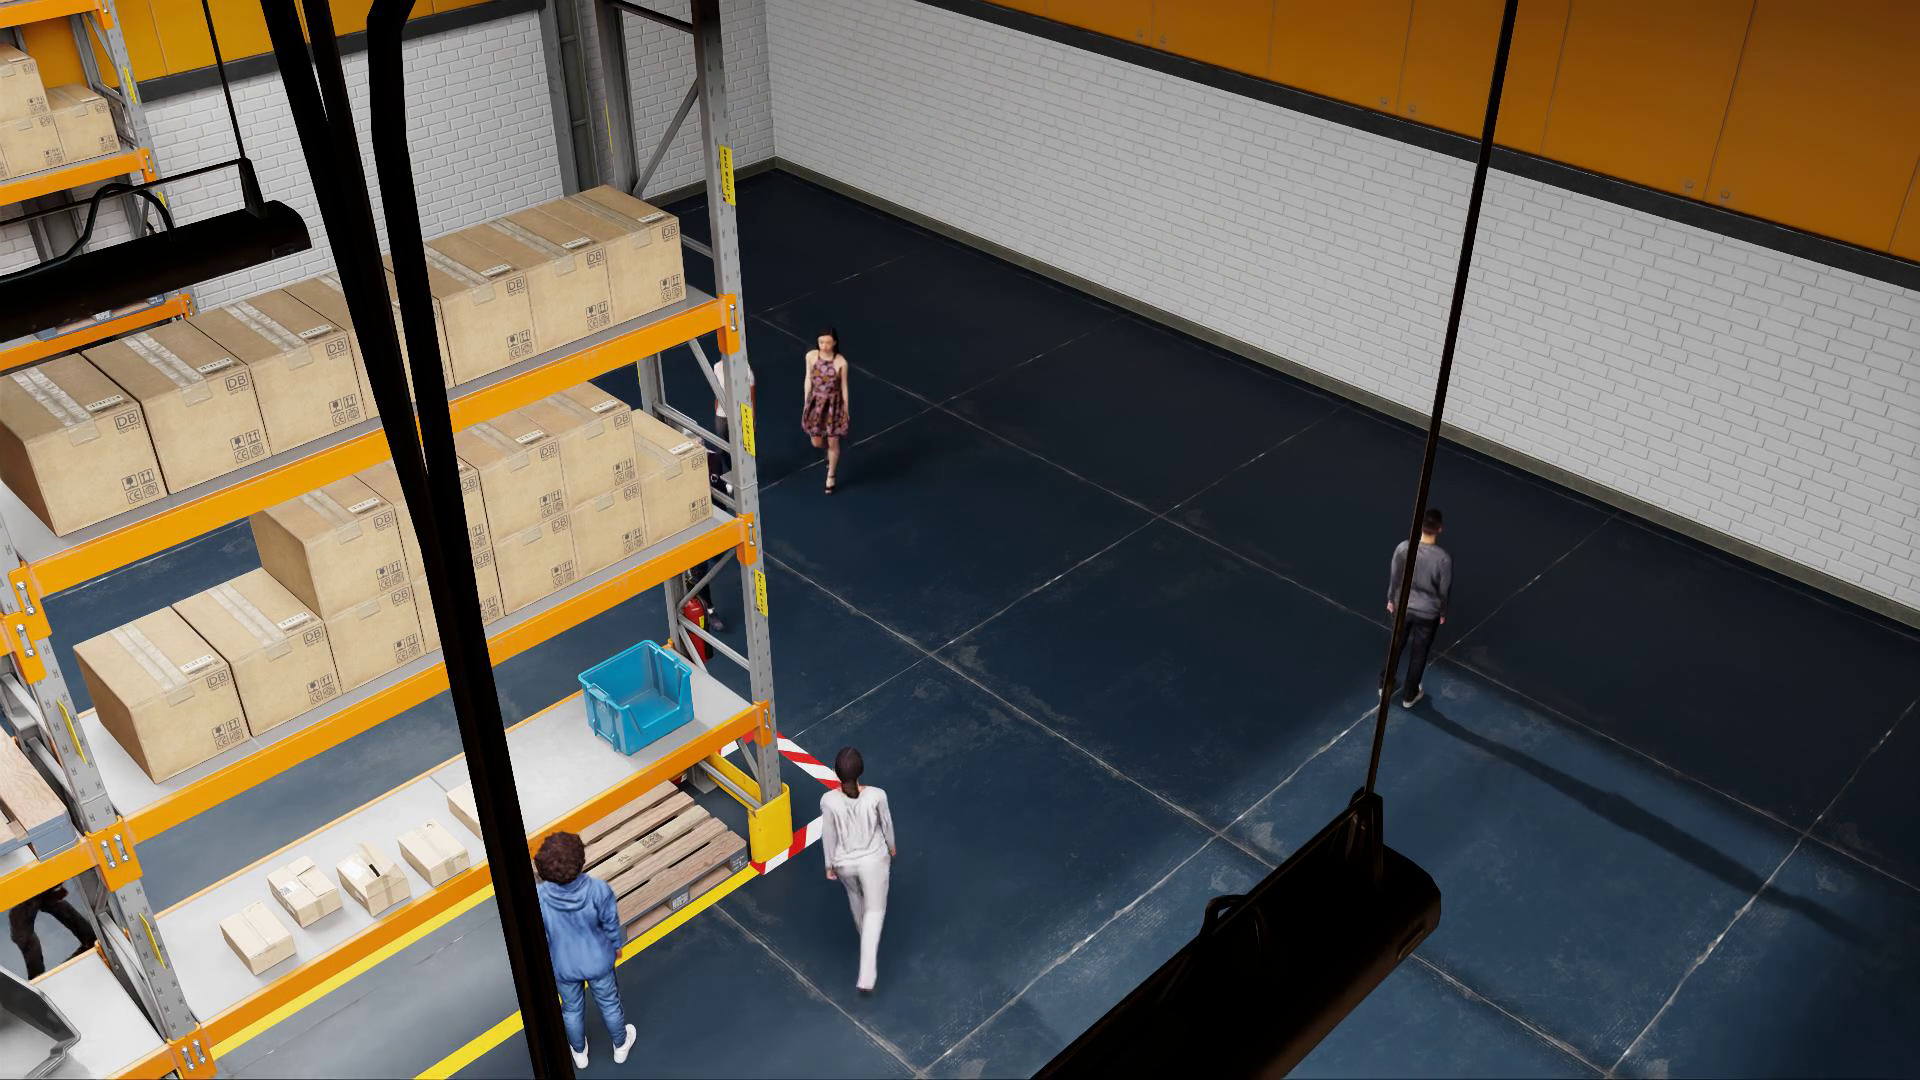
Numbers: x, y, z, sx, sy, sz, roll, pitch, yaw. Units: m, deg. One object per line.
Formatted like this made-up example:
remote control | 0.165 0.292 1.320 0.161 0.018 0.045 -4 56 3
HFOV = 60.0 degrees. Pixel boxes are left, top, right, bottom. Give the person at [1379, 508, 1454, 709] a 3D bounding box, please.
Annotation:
person | 3.525 0.534 12.811 0.668 1.762 0.628 20 38 27

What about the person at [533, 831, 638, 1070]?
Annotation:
person | -2.254 2.449 9.886 0.729 1.811 0.819 -4 34 -5

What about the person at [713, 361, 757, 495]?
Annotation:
person | -2.062 -1.199 15.539 0.717 1.630 0.746 9 35 13

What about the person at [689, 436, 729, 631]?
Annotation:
person | -2.208 -0.166 13.819 1.038 1.812 0.831 -21 39 -28

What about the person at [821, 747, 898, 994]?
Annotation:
person | -0.630 2.088 10.490 1.026 1.744 1.125 3 34 4

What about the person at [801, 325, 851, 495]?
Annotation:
person | -1.216 -1.242 15.486 0.832 1.760 0.910 6 34 9
